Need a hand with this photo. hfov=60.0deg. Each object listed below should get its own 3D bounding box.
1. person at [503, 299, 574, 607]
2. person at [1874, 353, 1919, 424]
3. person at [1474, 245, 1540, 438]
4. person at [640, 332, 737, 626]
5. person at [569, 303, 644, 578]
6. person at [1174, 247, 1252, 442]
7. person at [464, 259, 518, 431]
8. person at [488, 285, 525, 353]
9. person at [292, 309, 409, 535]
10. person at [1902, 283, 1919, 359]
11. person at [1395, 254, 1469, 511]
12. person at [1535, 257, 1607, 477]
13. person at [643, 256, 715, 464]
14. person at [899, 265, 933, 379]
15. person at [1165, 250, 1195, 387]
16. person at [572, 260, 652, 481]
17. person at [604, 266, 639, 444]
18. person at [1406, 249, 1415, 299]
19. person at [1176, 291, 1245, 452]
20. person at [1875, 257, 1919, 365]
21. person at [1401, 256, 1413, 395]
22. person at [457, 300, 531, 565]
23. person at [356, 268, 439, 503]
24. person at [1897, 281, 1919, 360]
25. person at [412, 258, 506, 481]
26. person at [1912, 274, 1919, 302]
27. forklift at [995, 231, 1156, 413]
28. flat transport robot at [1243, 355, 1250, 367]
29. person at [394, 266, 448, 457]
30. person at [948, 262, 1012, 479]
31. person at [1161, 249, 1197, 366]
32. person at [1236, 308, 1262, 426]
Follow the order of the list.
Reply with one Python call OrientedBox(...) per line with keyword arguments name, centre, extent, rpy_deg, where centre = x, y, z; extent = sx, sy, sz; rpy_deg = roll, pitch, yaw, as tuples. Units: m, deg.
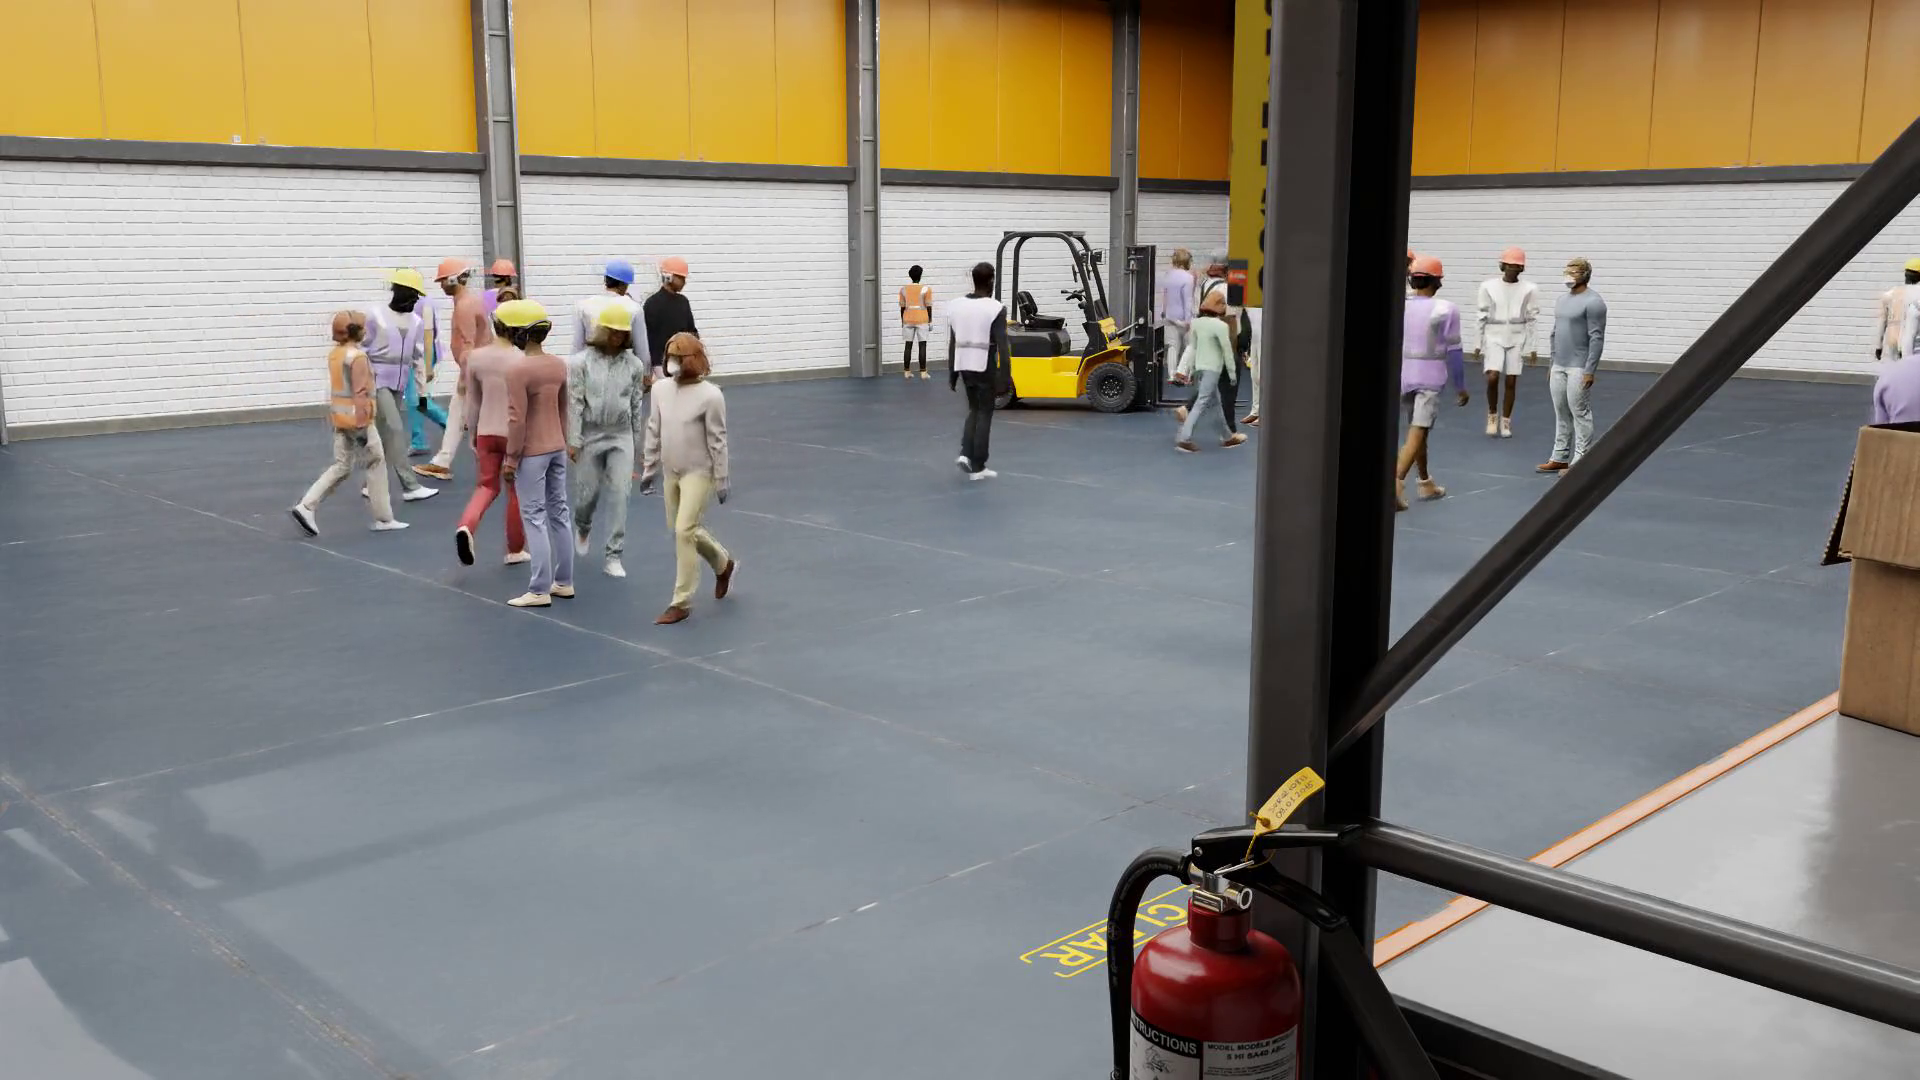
OrientedBox(name="person", centre=(-2.450, -0.495, 9.592), extent=(0.310, 1.768, 0.533), rpy_deg=(4, 11, 22))
OrientedBox(name="person", centre=(4.417, -0.151, 7.418), extent=(0.821, 1.878, 0.650), rpy_deg=(-9, 14, -41))
OrientedBox(name="person", centre=(5.735, -2.058, 17.413), extent=(0.631, 2.019, 0.618), rpy_deg=(2, 11, 12))
OrientedBox(name="person", centre=(-1.484, -0.368, 9.323), extent=(0.511, 1.609, 0.718), rpy_deg=(7, 12, 33))
OrientedBox(name="person", centre=(-2.253, -0.647, 10.547), extent=(0.508, 1.714, 0.630), rpy_deg=(-5, 11, -24))
OrientedBox(name="person", centre=(2.669, -2.022, 17.171), extent=(0.698, 2.000, 0.692), rpy_deg=(-3, 11, -14))
OrientedBox(name="person", centre=(-5.024, -2.091, 18.028), extent=(0.559, 1.883, 1.039), rpy_deg=(6, 12, 31))
OrientedBox(name="person", centre=(-4.641, -1.810, 17.166), extent=(0.671, 1.628, 0.388), rpy_deg=(7, 12, 33))
OrientedBox(name="person", centre=(-4.379, -0.830, 11.839), extent=(0.740, 1.616, 0.522), rpy_deg=(-10, 14, -42))
OrientedBox(name="person", centre=(9.625, -1.796, 16.534), extent=(0.591, 1.826, 0.403), rpy_deg=(-2, 11, -9))
OrientedBox(name="person", centre=(3.602, -1.240, 13.058), extent=(1.052, 1.999, 0.612), rpy_deg=(-9, 14, -41))
OrientedBox(name="person", centre=(5.423, -1.524, 14.733), extent=(0.367, 1.940, 0.634), rpy_deg=(-3, 11, -16))
OrientedBox(name="person", centre=(-2.581, -1.630, 15.343), extent=(1.002, 1.930, 0.600), rpy_deg=(4, 11, 21))
OrientedBox(name="person", centre=(-0.651, -3.226, 24.697), extent=(0.532, 1.694, 0.320), rpy_deg=(4, 11, 22))
OrientedBox(name="person", centre=(3.126, -3.108, 23.433), extent=(0.445, 1.924, 0.629), rpy_deg=(-6, 12, -28))
OrientedBox(name="person", centre=(-3.008, -1.437, 14.360), extent=(0.666, 1.913, 0.436), rpy_deg=(1, 10, 8))
OrientedBox(name="person", centre=(-3.456, -1.890, 16.981), extent=(0.344, 1.847, 0.507), rpy_deg=(-3, 11, -14))
OrientedBox(name="person", centre=(6.367, -3.210, 23.933), extent=(0.376, 1.933, 0.552), rpy_deg=(-5, 12, -25))
OrientedBox(name="person", centre=(2.491, -1.663, 16.450), extent=(0.874, 1.583, 0.521), rpy_deg=(-5, 12, -26))
OrientedBox(name="person", centre=(10.776, -2.281, 19.019), extent=(0.834, 1.890, 0.581), rpy_deg=(-8, 13, -37))
OrientedBox(name="person", centre=(5.831, -2.859, 22.256), extent=(0.364, 1.860, 0.513), rpy_deg=(-1, 10, -4))
OrientedBox(name="person", centre=(-2.935, -0.657, 10.584), extent=(0.535, 1.731, 0.643), rpy_deg=(3, 11, 17))
OrientedBox(name="person", centre=(-4.517, -1.225, 13.306), extent=(0.877, 1.861, 0.668), rpy_deg=(5, 11, 24))
OrientedBox(name="person", centre=(10.243, -2.055, 17.780), extent=(0.589, 1.877, 0.696), rpy_deg=(-1, 10, -5))
OrientedBox(name="person", centre=(-4.306, -1.471, 14.462), extent=(0.986, 1.921, 0.625), rpy_deg=(-6, 12, -28))
OrientedBox(name="person", centre=(10.380, -2.059, 17.727), extent=(0.574, 1.919, 0.626), rpy_deg=(-4, 11, -21))
OrientedBox(name="forklift", centre=(1.222, -2.721, 20.561), extent=(2.313, 2.155, 1.214), rpy_deg=(2, 11, 13))
OrientedBox(name="flat transport robot", centre=(4.987, -2.974, 27.191), extent=(0.652, 0.197, 1.431), rpy_deg=(1, 10, 7))
OrientedBox(name="person", centre=(-5.178, -1.711, 16.022), extent=(0.514, 1.834, 0.582), rpy_deg=(-10, 14, -44))
OrientedBox(name="person", centre=(0.184, -1.474, 14.561), extent=(0.615, 1.899, 0.464), rpy_deg=(8, 13, 38))
OrientedBox(name="person", centre=(3.560, -3.803, 27.243), extent=(0.639, 1.910, 0.406), rpy_deg=(-7, 12, -32))
OrientedBox(name="person", centre=(3.346, -2.209, 18.659), extent=(0.322, 1.871, 0.531), rpy_deg=(-2, 11, -13))
